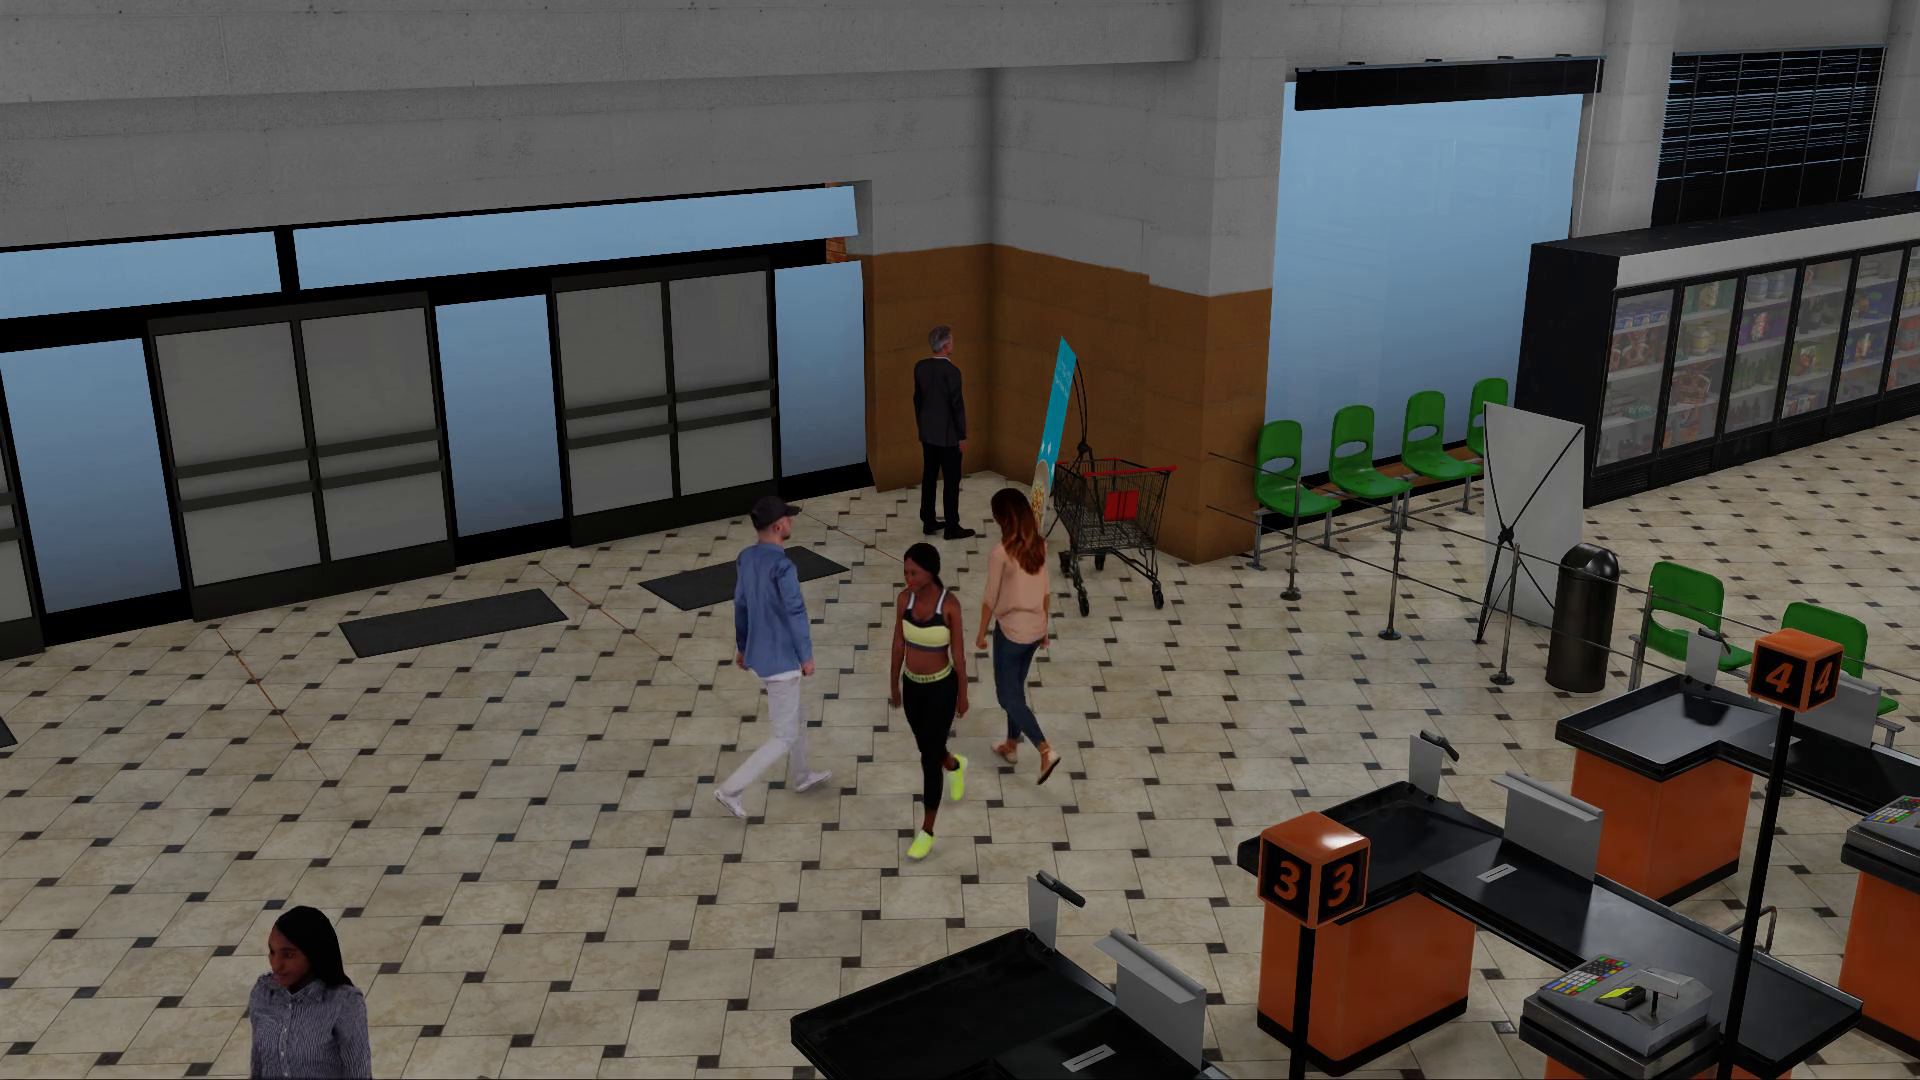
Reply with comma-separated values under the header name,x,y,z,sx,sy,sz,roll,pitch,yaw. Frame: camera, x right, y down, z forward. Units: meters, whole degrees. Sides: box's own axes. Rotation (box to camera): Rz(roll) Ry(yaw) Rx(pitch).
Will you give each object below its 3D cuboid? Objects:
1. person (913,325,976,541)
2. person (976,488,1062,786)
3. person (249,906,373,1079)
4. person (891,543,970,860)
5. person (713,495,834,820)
name,x,y,z,sx,sy,sz,roll,pitch,yaw
person,-0.151,-0.930,14.217,0.606,1.842,0.821,17,25,42
person,0.390,0.591,9.823,0.616,1.766,0.982,-14,23,-36
person,-2.174,2.015,5.667,0.650,1.724,0.733,6,19,16
person,-0.125,0.821,9.211,1.118,1.722,1.001,8,20,24
person,-1.099,0.696,9.372,0.670,1.856,0.996,-13,22,-33
